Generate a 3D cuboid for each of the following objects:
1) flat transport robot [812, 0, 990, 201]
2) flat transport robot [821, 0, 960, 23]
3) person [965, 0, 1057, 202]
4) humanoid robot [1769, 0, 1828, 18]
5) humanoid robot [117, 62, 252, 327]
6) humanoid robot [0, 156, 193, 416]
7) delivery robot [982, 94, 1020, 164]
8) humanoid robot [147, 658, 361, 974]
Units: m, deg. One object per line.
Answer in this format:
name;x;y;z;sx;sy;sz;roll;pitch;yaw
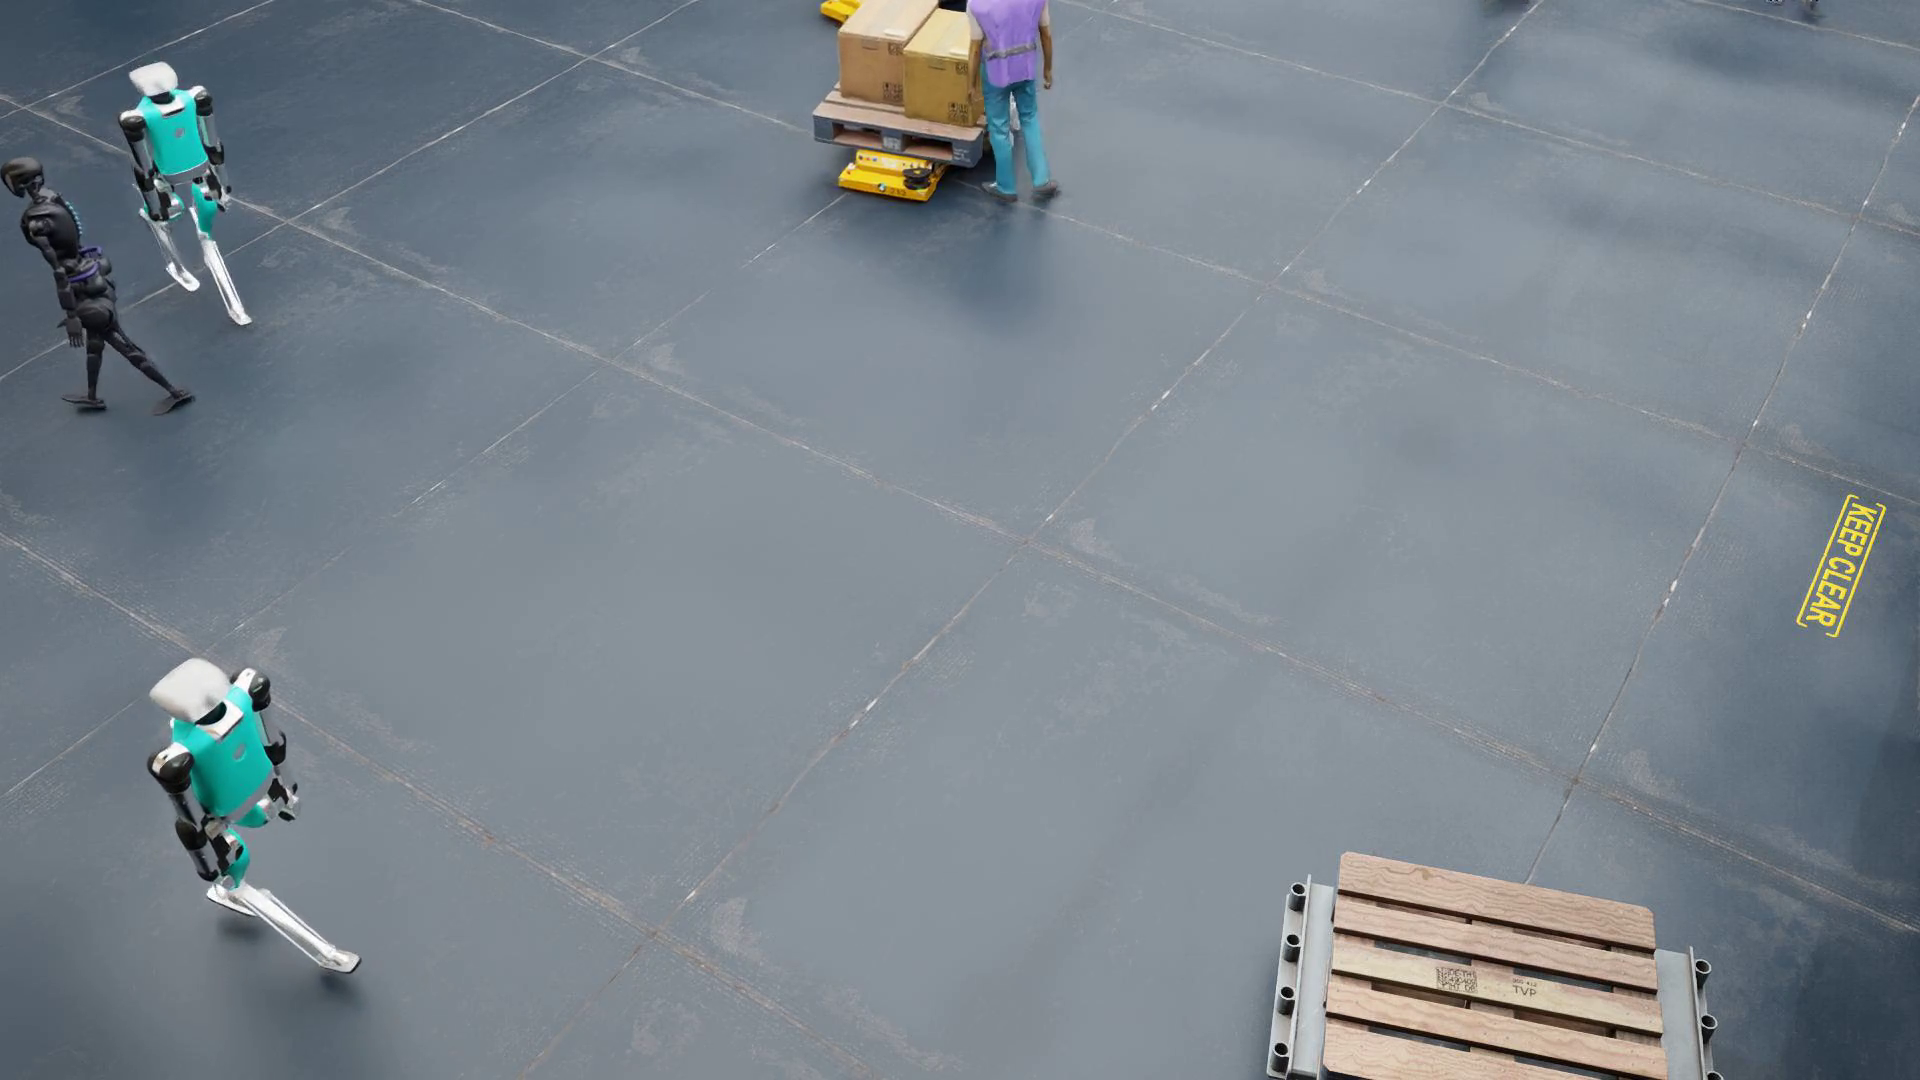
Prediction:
flat transport robot;-0.317;-2.918;12.045;0.659;0.231;1.431;13;43;14
flat transport robot;-0.436;-4.633;13.964;0.659;0.231;1.431;31;50;30
person;0.358;-3.076;11.062;0.668;1.821;0.424;-18;45;-19
humanoid robot;6.944;-5.035;13.368;0.615;1.633;0.686;-1;42;-1
humanoid robot;-4.814;-2.170;10.133;1.001;1.750;0.534;33;51;31
humanoid robot;-4.910;-1.390;9.301;0.738;1.626;0.588;-10;43;-11
delivery robot;0.198;-3.096;12.027;0.499;0.592;0.795;14;44;15
humanoid robot;-2.935;1.059;6.512;1.049;1.730;0.542;16;44;17
